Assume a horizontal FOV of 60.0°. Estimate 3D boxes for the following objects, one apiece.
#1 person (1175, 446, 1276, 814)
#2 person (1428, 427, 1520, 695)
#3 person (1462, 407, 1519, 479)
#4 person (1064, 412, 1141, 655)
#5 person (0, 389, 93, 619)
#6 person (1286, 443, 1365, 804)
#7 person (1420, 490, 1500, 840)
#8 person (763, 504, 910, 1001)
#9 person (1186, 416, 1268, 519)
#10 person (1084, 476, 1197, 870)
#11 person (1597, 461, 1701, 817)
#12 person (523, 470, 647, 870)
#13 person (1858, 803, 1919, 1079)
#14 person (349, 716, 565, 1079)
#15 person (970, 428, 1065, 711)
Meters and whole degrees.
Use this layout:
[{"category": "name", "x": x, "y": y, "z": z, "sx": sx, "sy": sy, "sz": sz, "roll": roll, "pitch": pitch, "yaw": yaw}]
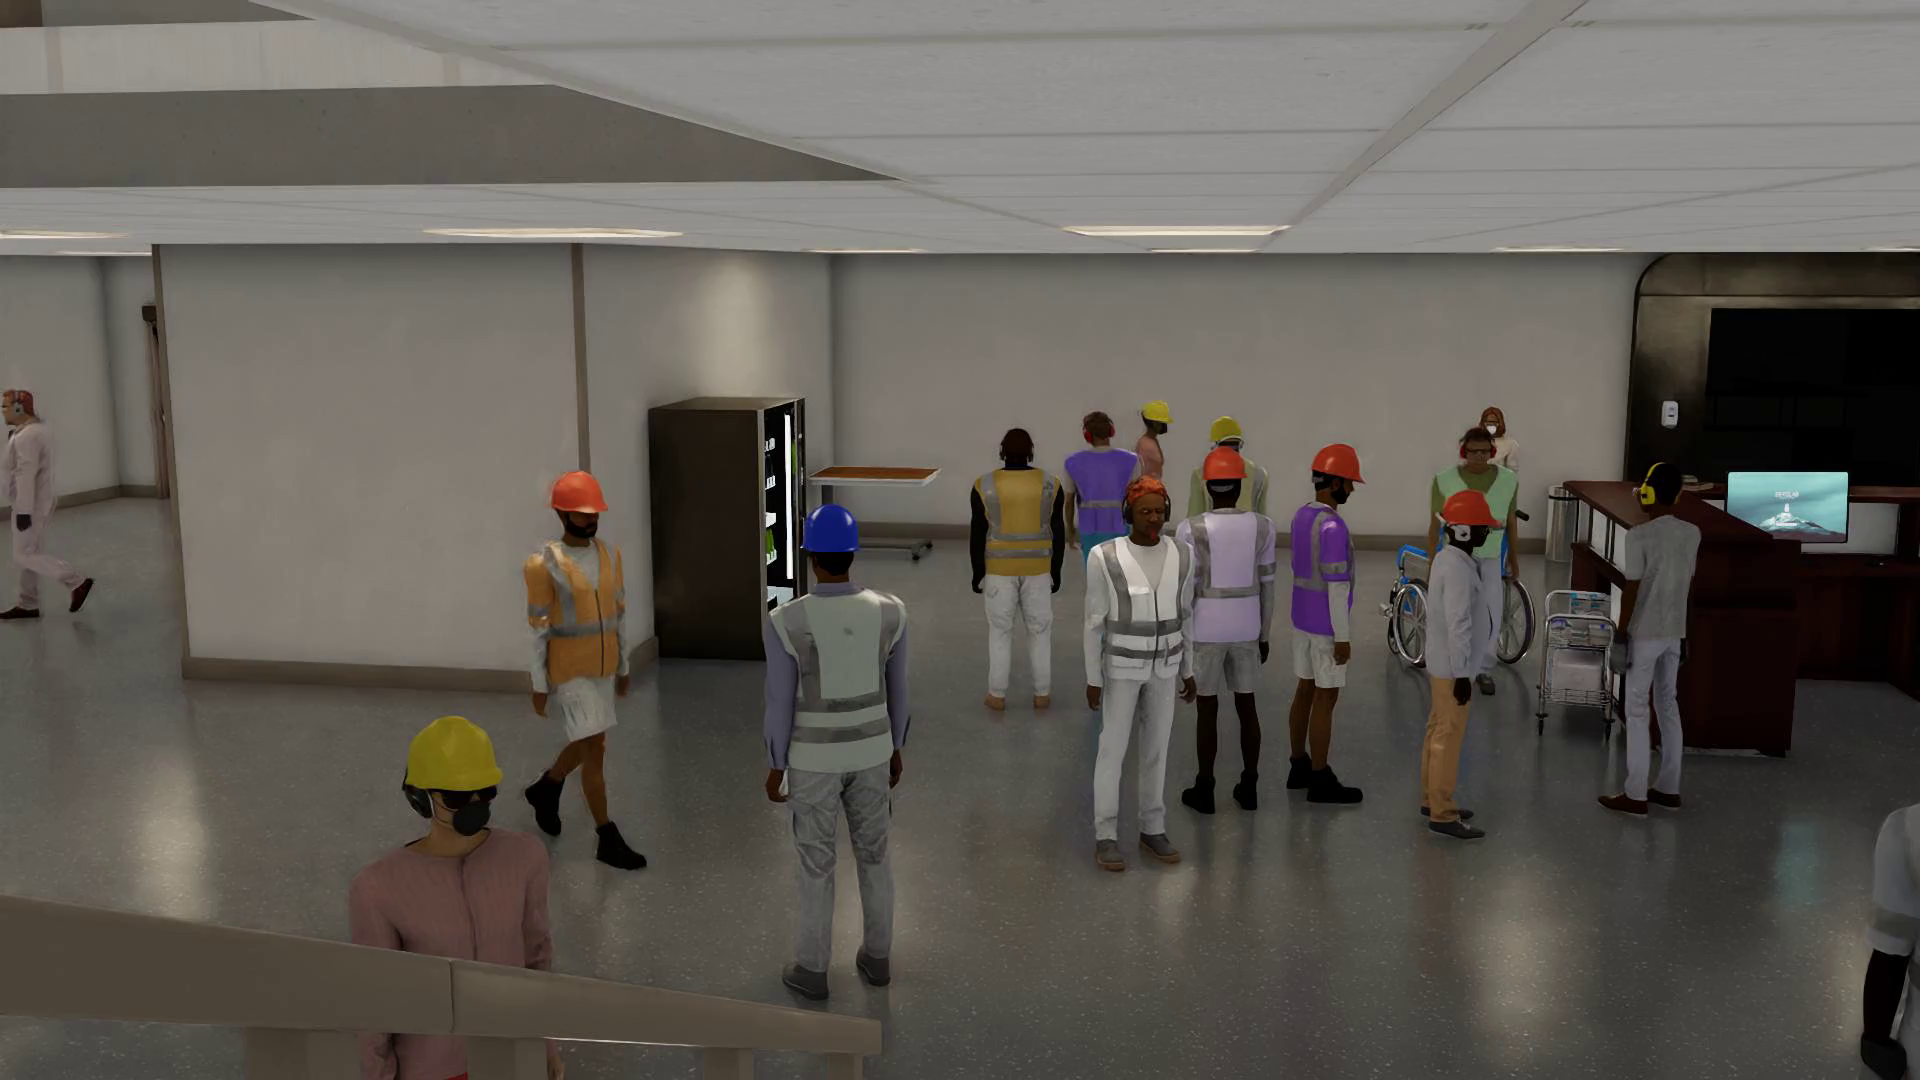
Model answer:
[{"category": "person", "x": 1.373, "y": 0.474, "z": 8.746, "sx": 0.547, "sy": 1.934, "sz": 0.376, "roll": -2, "pitch": 9, "yaw": -10}, {"category": "person", "x": 3.452, "y": 0.144, "z": 11.147, "sx": 0.652, "sy": 1.814, "sz": 0.596, "roll": 1, "pitch": 9, "yaw": 3}, {"category": "person", "x": 4.797, "y": -0.399, "z": 15.101, "sx": 0.504, "sy": 1.627, "sz": 0.285, "roll": 5, "pitch": 11, "yaw": 29}, {"category": "person", "x": 1.052, "y": -0.047, "z": 12.346, "sx": 0.579, "sy": 1.807, "sz": 0.785, "roll": 0, "pitch": 9, "yaw": 0}, {"category": "person", "x": -7.545, "y": -0.288, "z": 13.560, "sx": 0.642, "sy": 1.891, "sz": 0.662, "roll": -5, "pitch": 10, "yaw": -26}, {"category": "person", "x": 1.973, "y": 0.443, "z": 8.950, "sx": 0.366, "sy": 1.930, "sz": 0.542, "roll": -2, "pitch": 9, "yaw": -12}, {"category": "person", "x": 2.526, "y": 0.616, "z": 8.423, "sx": 0.327, "sy": 1.753, "sz": 0.561, "roll": 2, "pitch": 9, "yaw": 9}, {"category": "person", "x": -0.482, "y": 0.829, "z": 6.515, "sx": 0.605, "sy": 1.948, "sz": 0.384, "roll": -5, "pitch": 10, "yaw": -26}, {"category": "person", "x": 1.877, "y": 0.040, "z": 11.782, "sx": 0.596, "sy": 1.824, "sz": 0.403, "roll": -2, "pitch": 9, "yaw": -14}, {"category": "person", "x": 0.863, "y": 0.628, "z": 7.948, "sx": 0.584, "sy": 1.882, "sz": 0.337, "roll": -4, "pitch": 10, "yaw": -21}, {"category": "person", "x": 3.623, "y": 0.517, "z": 8.716, "sx": 0.512, "sy": 1.862, "sz": 0.324, "roll": -4, "pitch": 10, "yaw": -25}, {"category": "person", "x": -1.875, "y": 0.597, "z": 8.085, "sx": 0.887, "sy": 1.912, "sz": 0.547, "roll": 7, "pitch": 11, "yaw": 36}, {"category": "person", "x": 2.433, "y": 1.253, "z": 3.888, "sx": 0.608, "sy": 1.955, "sz": 0.385, "roll": 6, "pitch": 11, "yaw": 32}, {"category": "person", "x": -1.237, "y": 1.301, "z": 4.154, "sx": 0.526, "sy": 1.772, "sz": 0.307, "roll": -9, "pitch": 13, "yaw": -42}, {"category": "person", "x": 0.366, "y": 0.193, "z": 10.769, "sx": 0.622, "sy": 1.844, "sz": 0.429, "roll": -1, "pitch": 9, "yaw": -6}]
